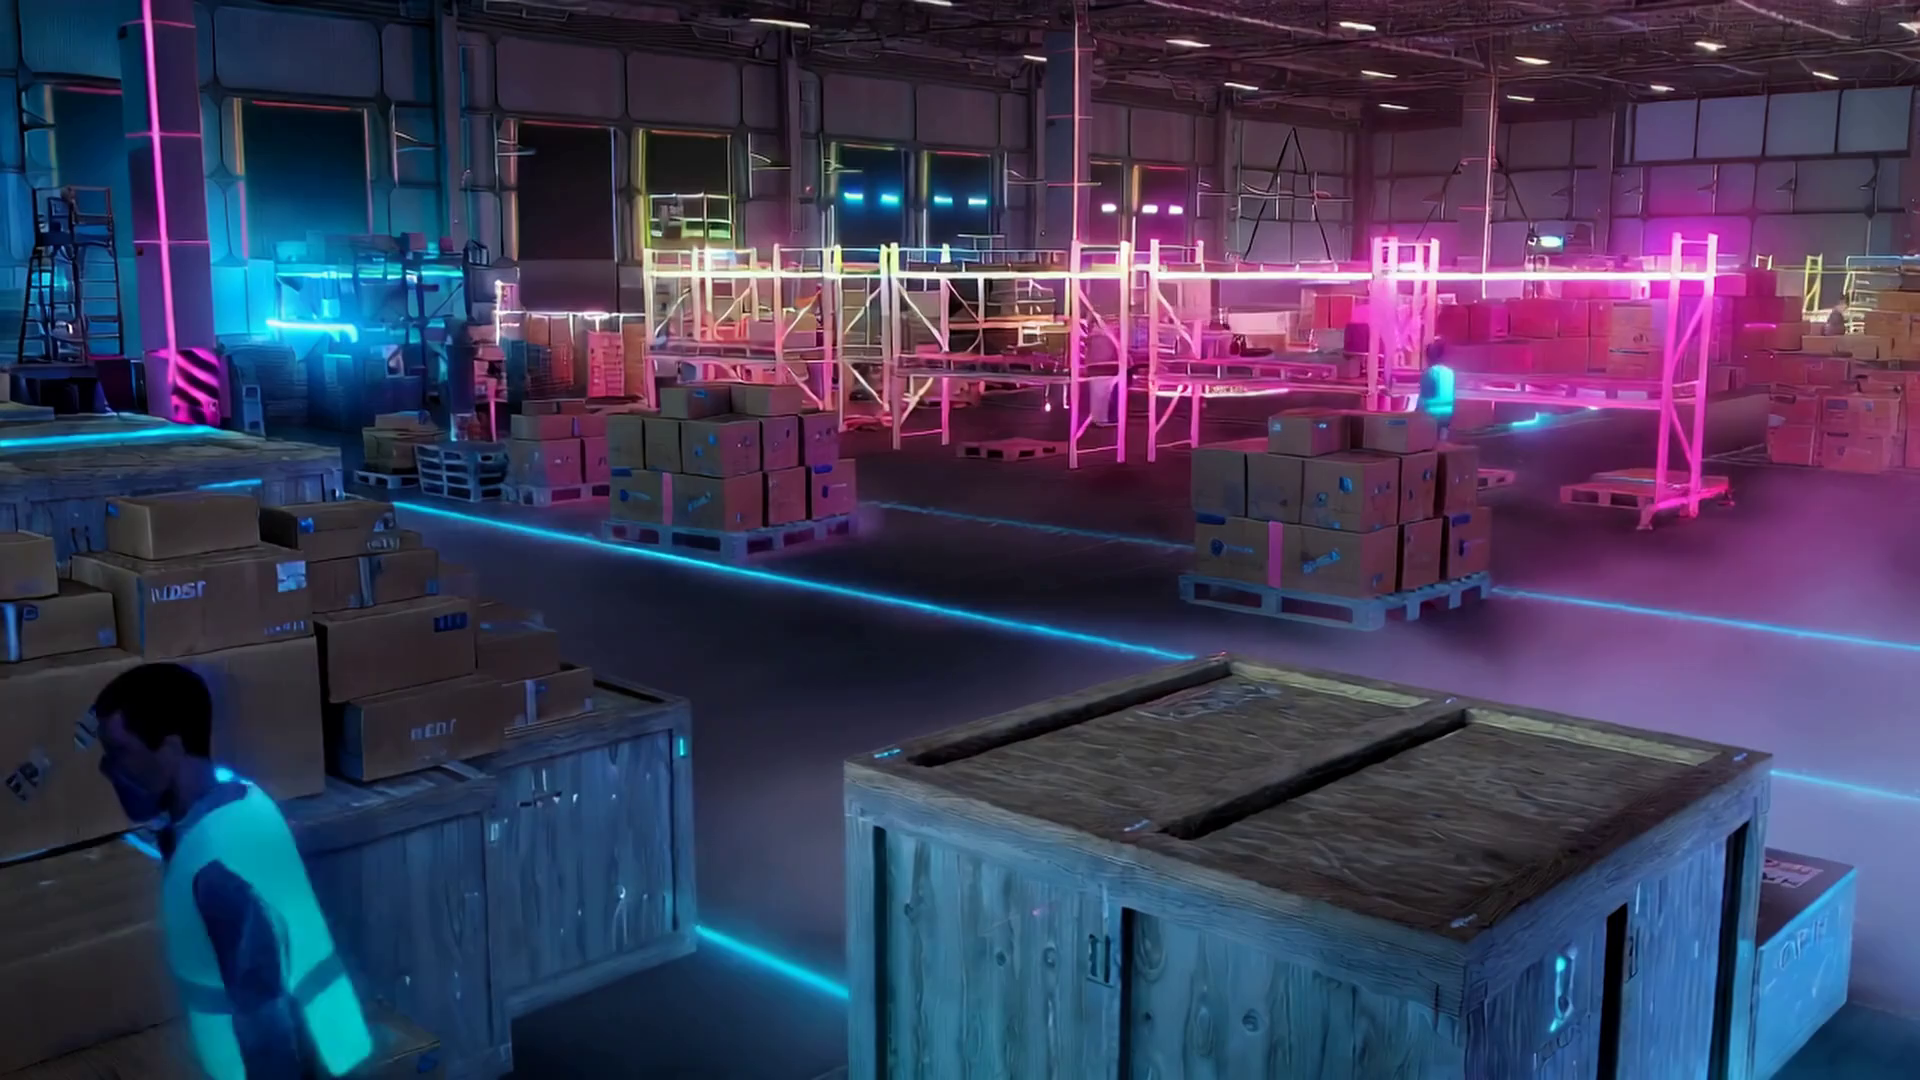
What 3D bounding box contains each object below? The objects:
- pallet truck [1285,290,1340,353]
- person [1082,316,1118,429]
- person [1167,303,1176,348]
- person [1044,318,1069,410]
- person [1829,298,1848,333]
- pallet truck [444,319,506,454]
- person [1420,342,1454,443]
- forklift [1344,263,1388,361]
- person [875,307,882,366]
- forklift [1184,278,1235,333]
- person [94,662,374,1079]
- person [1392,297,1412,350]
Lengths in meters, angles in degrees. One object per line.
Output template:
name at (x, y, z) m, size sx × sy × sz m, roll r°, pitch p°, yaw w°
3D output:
pallet truck at (11.297, -6.951, 52.861) m, size 1.885 × 1.965 × 0.823 m, roll -5°, pitch 11°, yaw -29°
person at (2.365, -2.787, 27.718) m, size 0.739 × 1.877 × 0.375 m, roll -5°, pitch 11°, yaw -29°
person at (5.930, -5.798, 46.706) m, size 0.317 × 1.700 × 0.537 m, roll 0°, pitch 9°, yaw 2°
person at (1.830, -3.321, 31.424) m, size 0.487 × 1.738 × 0.333 m, roll -2°, pitch 9°, yaw -12°
person at (22.419, -5.224, 42.500) m, size 0.412 × 1.923 × 0.541 m, roll 4°, pitch 10°, yaw 24°
pallet truck at (-6.981, -1.942, 22.150) m, size 1.885 × 1.965 × 0.823 m, roll 1°, pitch 9°, yaw 9°
person at (5.444, -1.326, 18.870) m, size 0.618 × 1.851 × 0.858 m, roll -8°, pitch 12°, yaw -41°
forklift at (11.973, -6.468, 47.199) m, size 1.873 × 2.768 × 1.129 m, roll 4°, pitch 10°, yaw 24°
person at (-2.113, -5.370, 44.296) m, size 0.314 × 1.632 × 0.520 m, roll 0°, pitch 9°, yaw 1°
forklift at (6.700, -6.374, 46.624) m, size 1.873 × 2.768 × 1.129 m, roll 9°, pitch 13°, yaw 43°
person at (-1.424, 1.147, 3.685) m, size 0.995 × 1.860 × 0.618 m, roll -5°, pitch 10°, yaw -28°
person at (12.171, -5.780, 46.057) m, size 1.032 × 1.872 × 0.641 m, roll -8°, pitch 12°, yaw -40°
